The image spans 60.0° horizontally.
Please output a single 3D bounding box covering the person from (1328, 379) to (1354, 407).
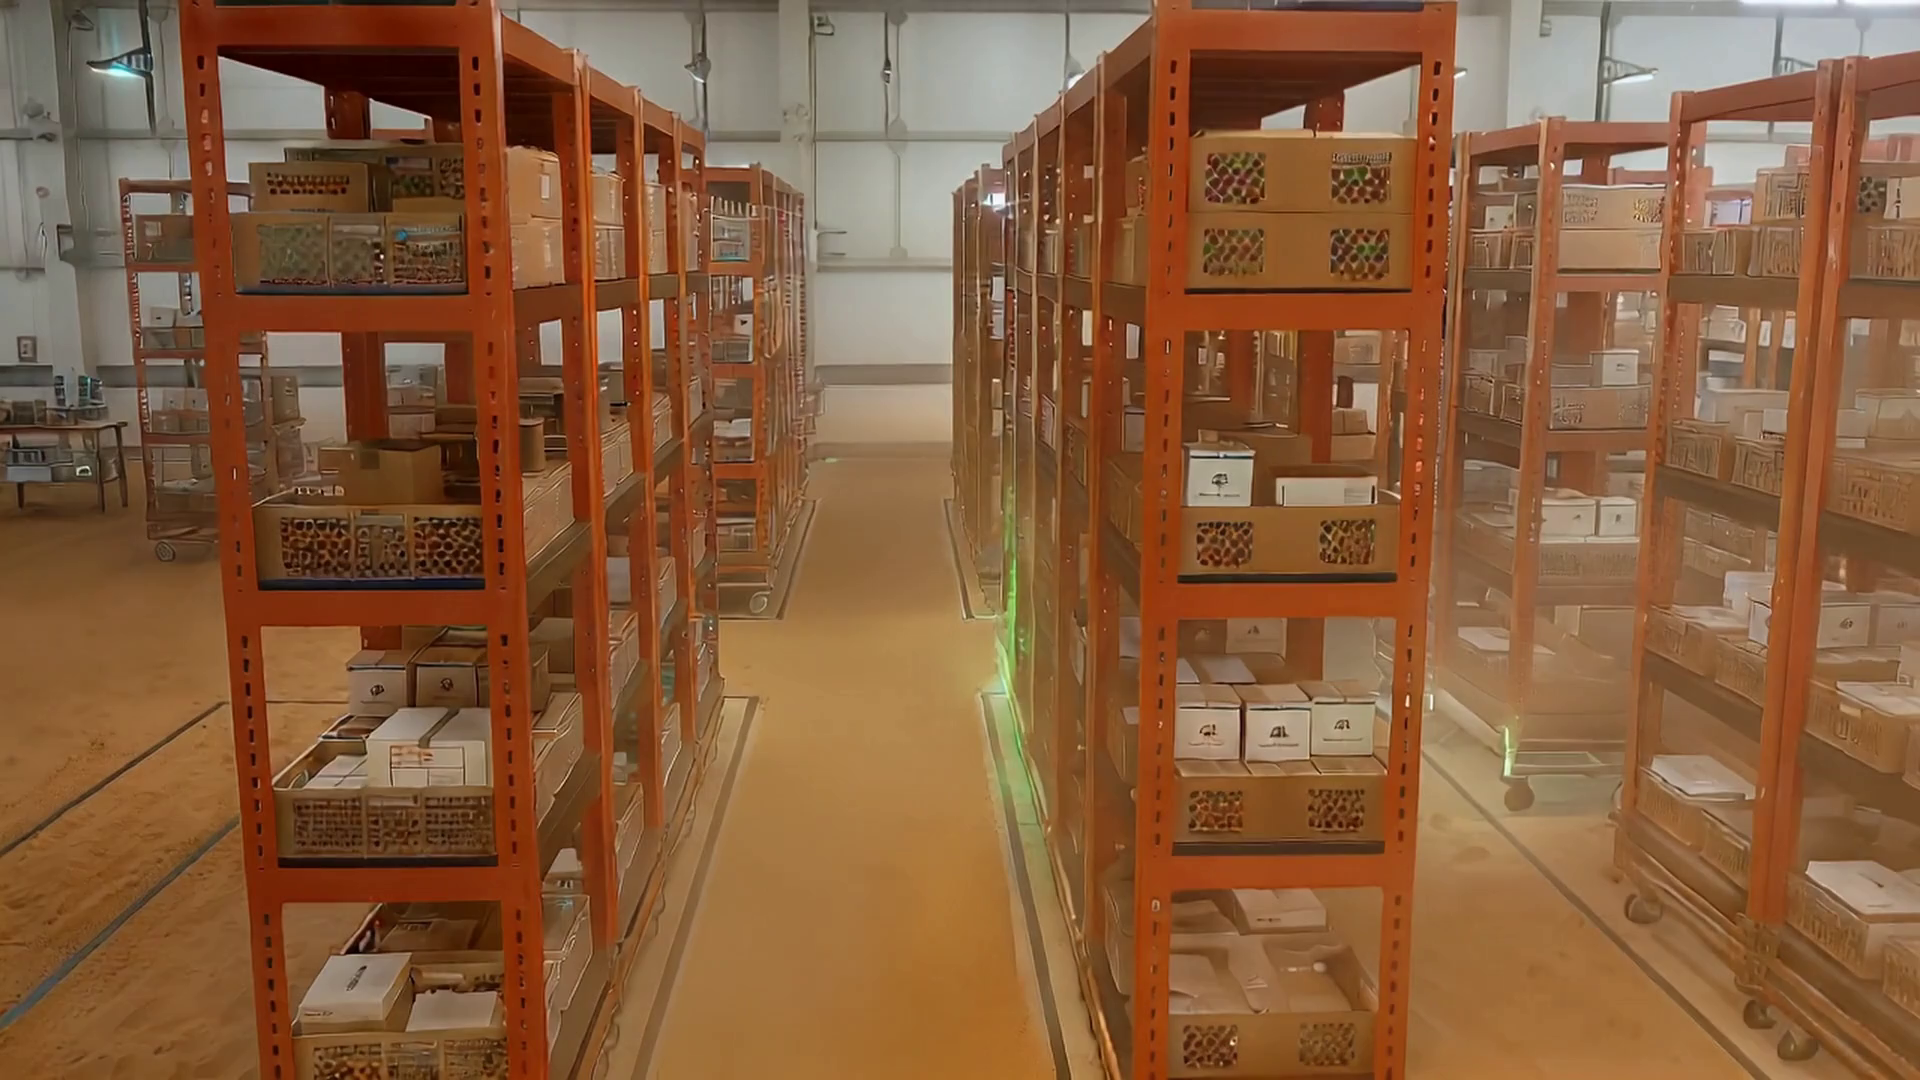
[{"bbox_3d":[3.923,-1.069,17.832,0.570,1.840,0.375,0,10,-2],"label":"person"}]

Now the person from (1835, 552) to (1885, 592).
[{"bbox_3d":[6.707,-0.084,12.249,0.588,1.835,0.403,-4,11,-23],"label":"person"}]
